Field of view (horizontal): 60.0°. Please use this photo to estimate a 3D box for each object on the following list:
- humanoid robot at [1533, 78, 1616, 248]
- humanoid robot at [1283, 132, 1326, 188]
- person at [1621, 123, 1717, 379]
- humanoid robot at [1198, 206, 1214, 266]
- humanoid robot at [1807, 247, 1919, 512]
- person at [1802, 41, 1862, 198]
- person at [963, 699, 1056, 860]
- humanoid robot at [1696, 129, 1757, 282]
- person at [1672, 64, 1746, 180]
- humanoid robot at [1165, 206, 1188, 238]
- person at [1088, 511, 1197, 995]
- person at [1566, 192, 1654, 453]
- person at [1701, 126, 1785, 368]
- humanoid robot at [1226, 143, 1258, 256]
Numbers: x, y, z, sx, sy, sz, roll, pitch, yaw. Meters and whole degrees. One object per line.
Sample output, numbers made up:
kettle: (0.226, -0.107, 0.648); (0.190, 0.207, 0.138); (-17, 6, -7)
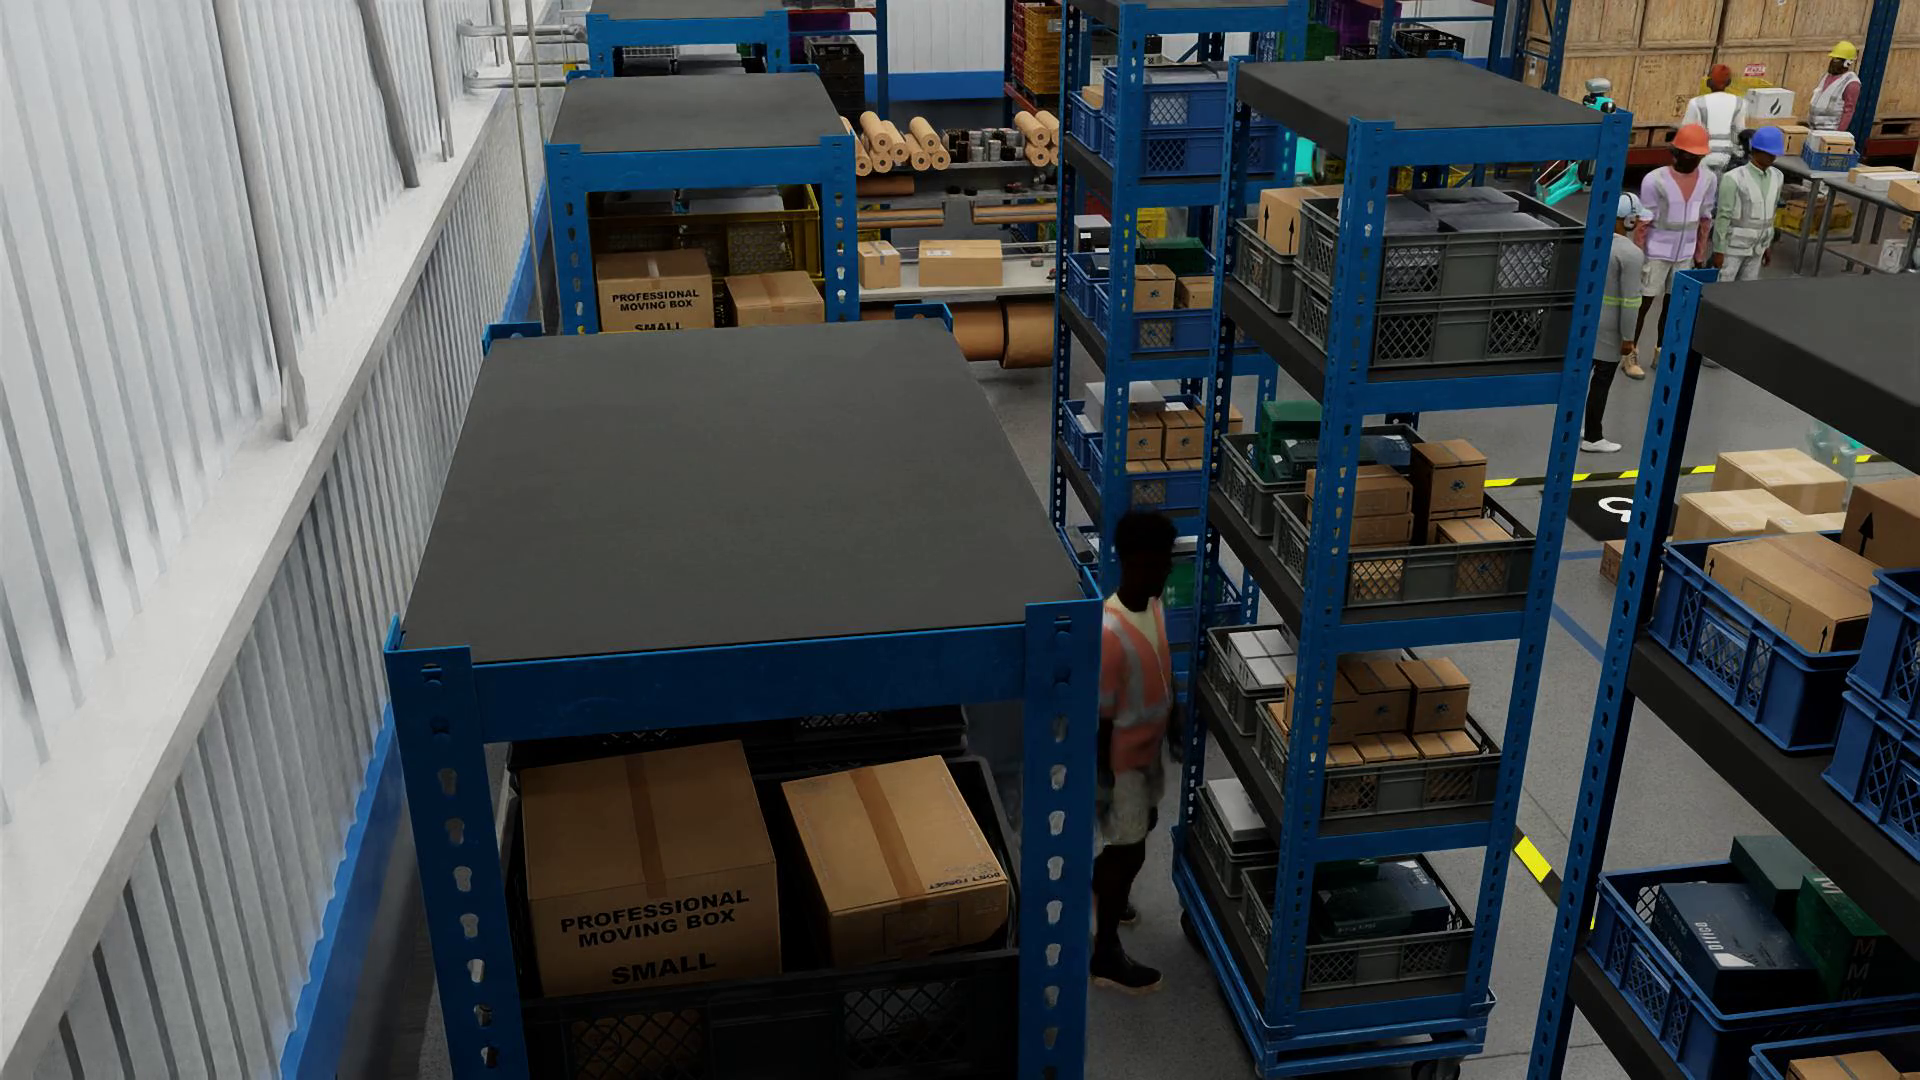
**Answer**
humanoid robot: (5.982, -3.688, 16.435); (0.737, 1.694, 0.535); (-2, 25, -4)
humanoid robot: (3.075, -2.900, 14.868); (0.538, 1.766, 0.938); (-2, 25, -5)
person: (5.599, -2.259, 13.106); (0.600, 2.035, 0.398); (-3, 25, -5)
humanoid robot: (2.367, -3.468, 16.150); (0.397, 1.639, 0.592); (2, 25, 5)
humanoid robot: (5.856, -0.979, 10.725); (0.816, 1.811, 0.536); (-5, 25, -10)
person: (9.515, -4.537, 18.284); (0.404, 1.837, 0.589); (-4, 25, -10)
person: (0.087, 0.806, 6.562); (0.655, 1.922, 0.464); (-11, 27, -22)
humanoid robot: (6.932, -2.854, 14.869); (0.601, 1.628, 0.773); (-21, 32, -38)
person: (7.490, -3.839, 16.748); (0.583, 1.847, 0.793); (-1, 25, -2)
humanoid robot: (2.269, -3.839, 16.939); (0.548, 1.840, 0.654); (-18, 30, -34)
person: (0.661, 0.814, 6.567); (0.543, 1.905, 0.655); (13, 28, 25)
person: (4.567, -1.532, 11.734); (0.387, 1.850, 0.599); (-9, 26, -18)
person: (6.315, -2.365, 13.434); (0.602, 1.946, 0.386); (-10, 26, -20)
humanoid robot: (2.764, -3.558, 16.294); (0.871, 1.785, 0.576); (12, 27, 24)
